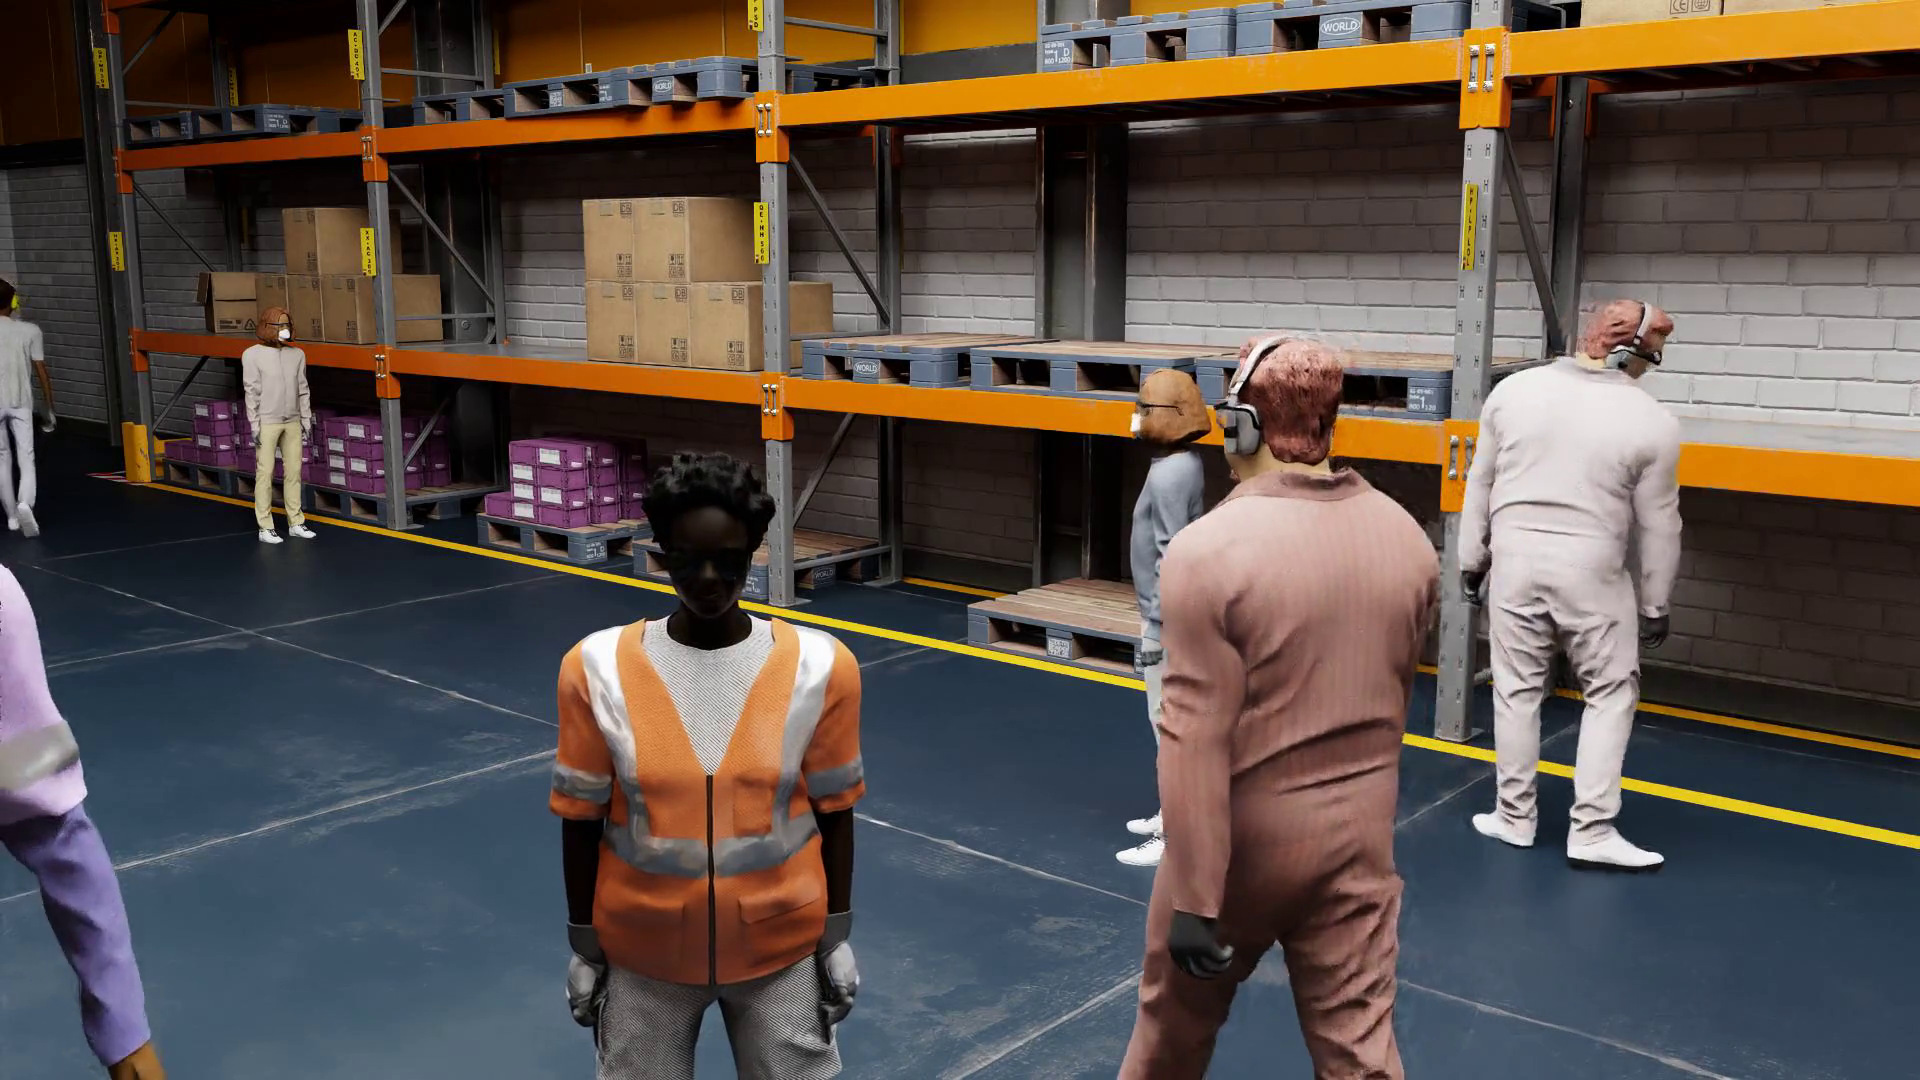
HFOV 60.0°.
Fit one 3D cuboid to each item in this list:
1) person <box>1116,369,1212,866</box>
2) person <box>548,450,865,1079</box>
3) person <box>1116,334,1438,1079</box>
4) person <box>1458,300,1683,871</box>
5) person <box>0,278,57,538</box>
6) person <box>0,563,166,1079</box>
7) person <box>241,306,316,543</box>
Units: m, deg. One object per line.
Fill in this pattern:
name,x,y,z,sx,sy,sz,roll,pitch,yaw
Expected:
person,0.677,0.255,5.482,0.274,1.633,0.507,2,10,13
person,-0.421,0.689,2.835,0.532,1.698,0.319,-2,10,-9
person,0.560,0.540,3.216,0.665,1.853,0.987,-5,11,-28
person,2.012,0.145,5.491,0.734,1.863,0.414,7,12,33
person,-6.682,-0.927,11.705,0.537,1.828,0.927,-5,11,-25
person,-1.443,0.663,2.117,0.757,1.992,0.819,-6,12,-31
person,-4.702,-0.795,11.492,0.277,1.629,0.496,6,12,32
